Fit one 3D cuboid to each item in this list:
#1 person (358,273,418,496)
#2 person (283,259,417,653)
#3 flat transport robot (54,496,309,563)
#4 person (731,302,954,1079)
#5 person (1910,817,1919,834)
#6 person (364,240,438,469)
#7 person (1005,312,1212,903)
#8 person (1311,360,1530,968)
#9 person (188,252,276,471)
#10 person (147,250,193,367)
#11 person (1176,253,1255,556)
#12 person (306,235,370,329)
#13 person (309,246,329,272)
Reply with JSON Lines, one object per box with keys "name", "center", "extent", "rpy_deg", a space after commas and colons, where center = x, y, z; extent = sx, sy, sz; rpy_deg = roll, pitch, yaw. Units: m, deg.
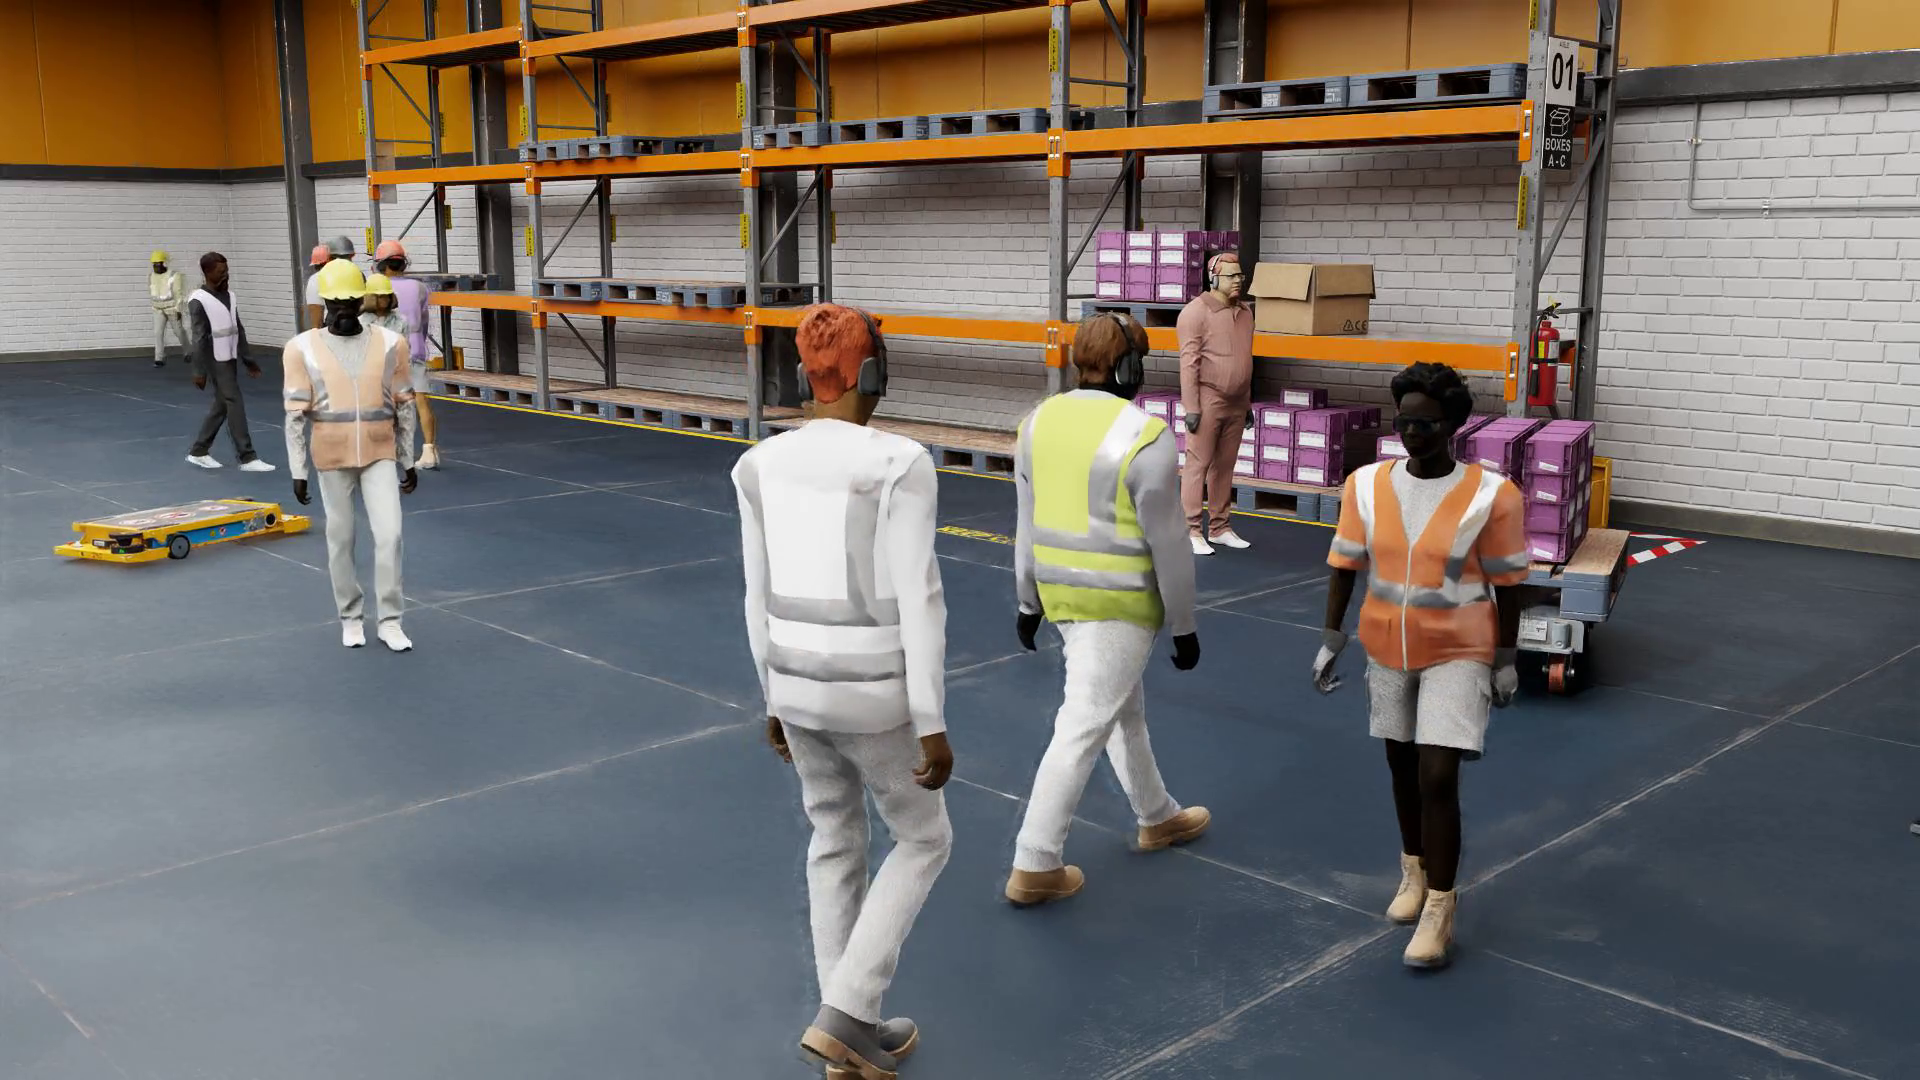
{"name": "person", "center": [-4.482, -1.205, 12.953], "extent": [0.405, 1.728, 0.503], "rpy_deg": [9, 14, 41]}
{"name": "person", "center": [-2.908, -0.385, 8.017], "extent": [0.608, 1.900, 0.727], "rpy_deg": [-6, 12, -28]}
{"name": "flat transport robot", "center": [-5.034, -0.081, 10.818], "extent": [0.652, 0.197, 1.431], "rpy_deg": [5, 11, 25]}
{"name": "person", "center": [-0.267, 0.383, 3.925], "extent": [0.607, 1.867, 0.422], "rpy_deg": [7, 12, 33]}
{"name": "person", "center": [3.575, 0.106, 5.614], "extent": [0.686, 1.804, 0.596], "rpy_deg": [-6, 12, -28]}
{"name": "person", "center": [-4.899, -1.615, 14.517], "extent": [0.609, 1.981, 1.110], "rpy_deg": [-10, 14, -42]}
{"name": "person", "center": [0.471, 0.195, 5.171], "extent": [0.946, 1.794, 0.642], "rpy_deg": [-8, 13, -36]}
{"name": "person", "center": [1.268, 0.339, 4.691], "extent": [0.546, 1.670, 0.681], "rpy_deg": [9, 14, 40]}
{"name": "person", "center": [-6.362, -1.532, 14.332], "extent": [0.857, 1.888, 0.594], "rpy_deg": [0, 10, 2]}
{"name": "person", "center": [-12.270, -3.590, 25.811], "extent": [0.588, 1.797, 0.869], "rpy_deg": [0, 10, 1]}
{"name": "person", "center": [1.669, -0.868, 10.639], "extent": [0.641, 1.910, 0.401], "rpy_deg": [-9, 13, -39]}
{"name": "person", "center": [-6.186, -2.060, 16.777], "extent": [0.691, 2.000, 0.538], "rpy_deg": [-9, 14, -40]}
{"name": "person", "center": [-7.014, -2.338, 18.670], "extent": [0.434, 1.907, 0.547], "rpy_deg": [2, 11, 12]}
